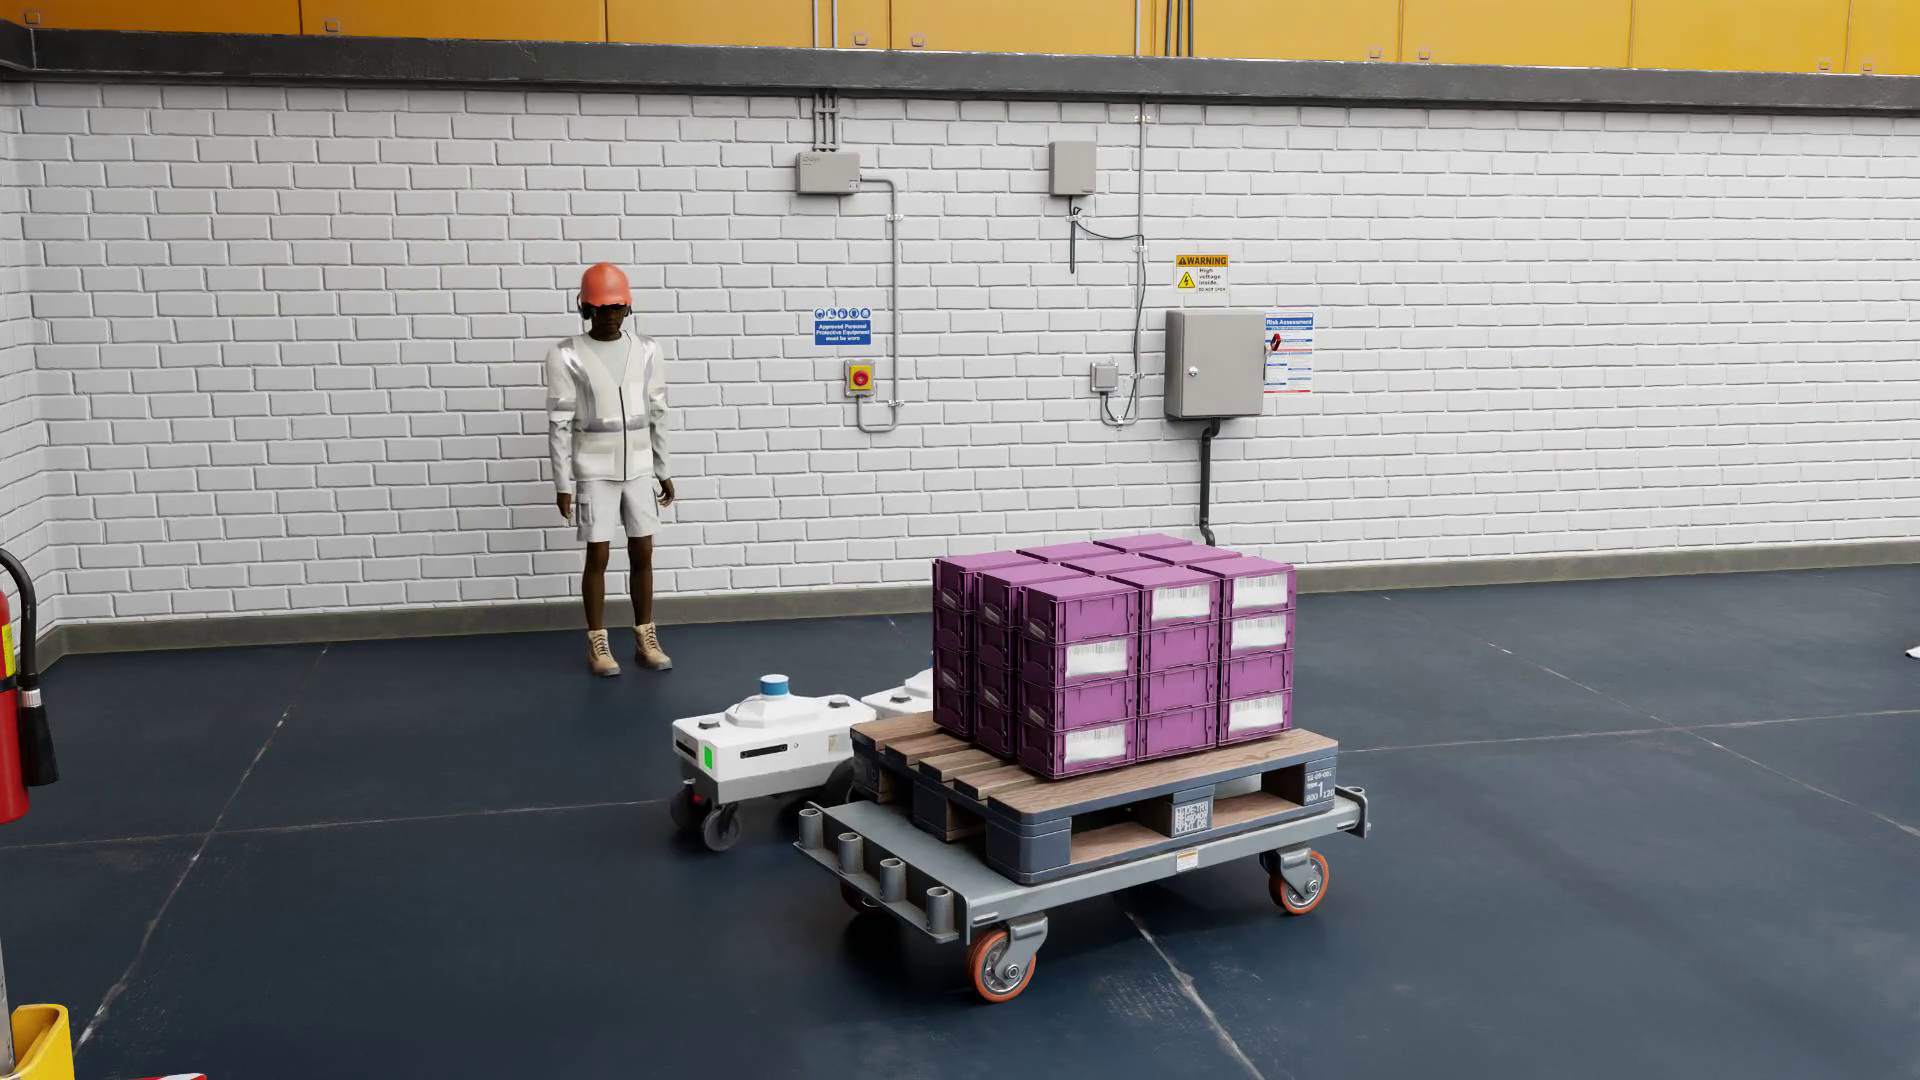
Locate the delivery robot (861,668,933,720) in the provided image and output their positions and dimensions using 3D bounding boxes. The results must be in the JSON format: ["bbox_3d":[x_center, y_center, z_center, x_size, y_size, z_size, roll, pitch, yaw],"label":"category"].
[{"bbox_3d":[-0.045,0.663,6.417,0.477,0.478,0.707,9,14,42],"label":"delivery robot"}]

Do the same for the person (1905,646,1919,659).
[{"bbox_3d":[5.310,-0.325,8.444,0.843,1.897,0.587,-4,11,-22],"label":"person"}]

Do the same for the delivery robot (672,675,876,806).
[{"bbox_3d":[-0.670,0.732,6.028,0.707,0.478,0.477,-6,12,-31],"label":"delivery robot"}]

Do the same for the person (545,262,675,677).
[{"bbox_3d":[-1.692,-0.333,8.132,0.611,2.028,0.409,-7,12,-35],"label":"person"}]
